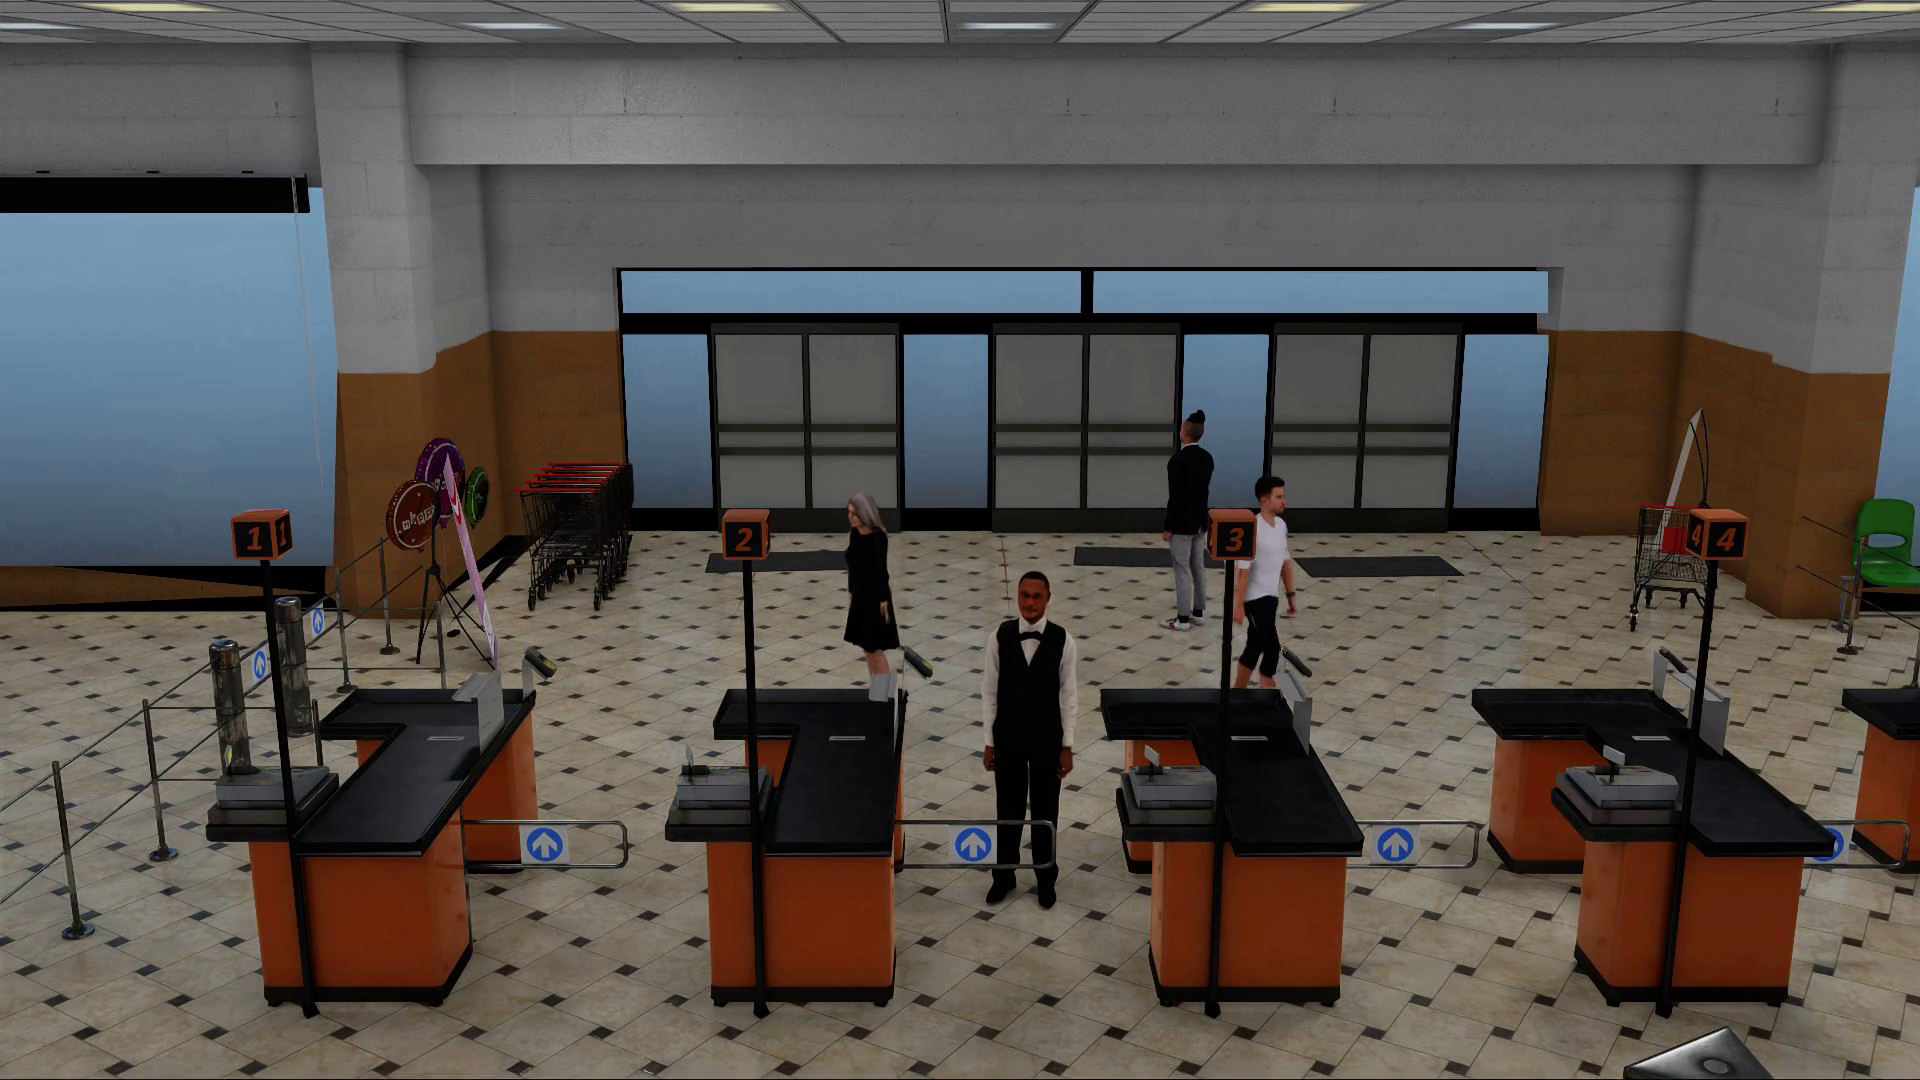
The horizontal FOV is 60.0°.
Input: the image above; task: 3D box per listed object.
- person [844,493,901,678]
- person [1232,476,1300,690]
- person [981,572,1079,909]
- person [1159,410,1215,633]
[{"bbox_3d":[-0.653,0.504,12.183,0.794,1.735,0.699,-9,16,-31],"label":"person"},{"bbox_3d":[2.147,0.424,12.312,1.051,1.830,0.998,12,18,41],"label":"person"},{"bbox_3d":[0.388,1.103,9.325,0.730,1.919,0.639,2,14,10],"label":"person"},{"bbox_3d":[2.005,-0.182,14.555,0.786,1.950,0.845,-13,19,-43],"label":"person"}]
